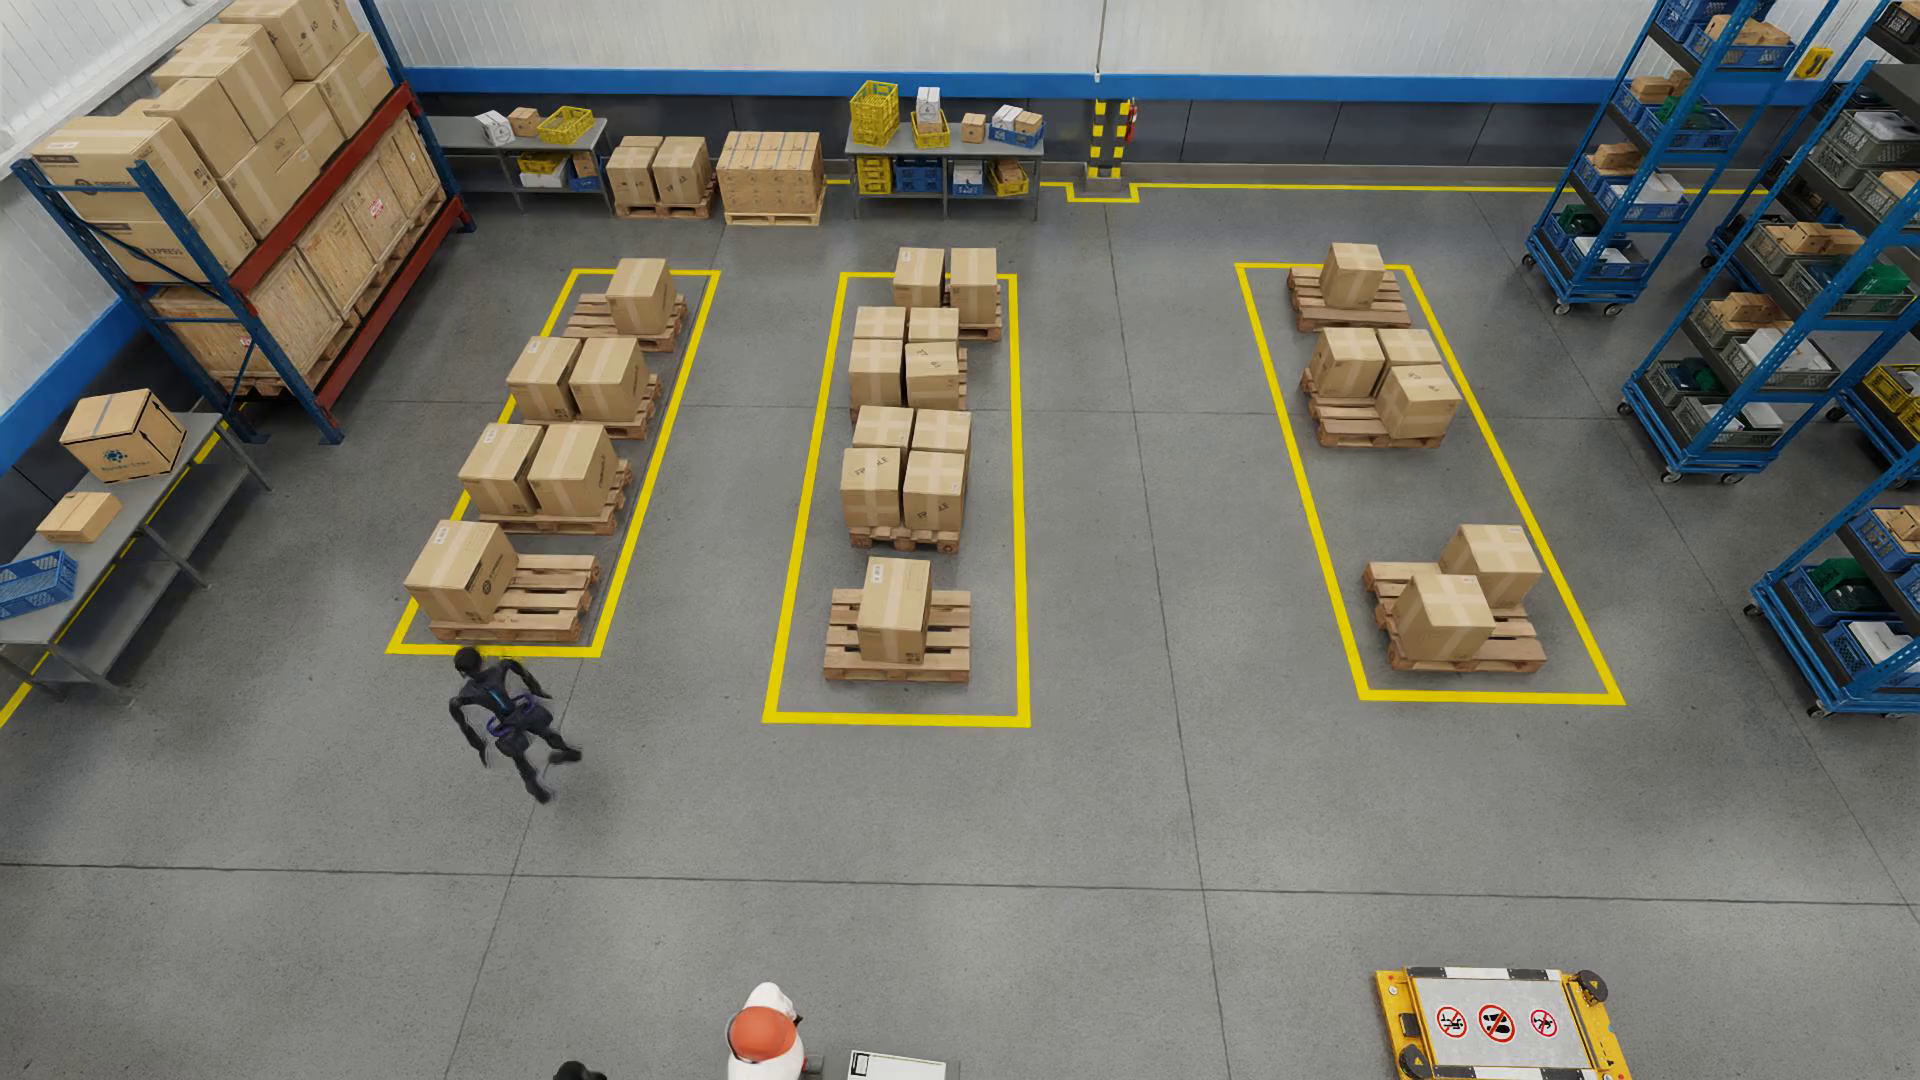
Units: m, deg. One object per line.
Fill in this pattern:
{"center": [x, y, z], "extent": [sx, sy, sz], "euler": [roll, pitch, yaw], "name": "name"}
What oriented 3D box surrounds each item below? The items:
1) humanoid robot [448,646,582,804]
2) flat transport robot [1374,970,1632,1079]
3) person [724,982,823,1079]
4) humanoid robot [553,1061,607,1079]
{"center": [-3.180, 1.297, 6.523], "extent": [0.370, 1.635, 0.661], "euler": [30, 57, 22], "name": "humanoid robot"}
{"center": [3.501, 3.133, 5.914], "extent": [1.431, 0.197, 0.652], "euler": [1, 51, 1], "name": "flat transport robot"}
{"center": [-0.988, 2.886, 5.030], "extent": [0.405, 1.986, 0.614], "euler": [3, 51, 3], "name": "person"}
{"center": [-1.952, 3.146, 5.011], "extent": [0.618, 1.650, 0.359], "euler": [6, 51, 5], "name": "humanoid robot"}
